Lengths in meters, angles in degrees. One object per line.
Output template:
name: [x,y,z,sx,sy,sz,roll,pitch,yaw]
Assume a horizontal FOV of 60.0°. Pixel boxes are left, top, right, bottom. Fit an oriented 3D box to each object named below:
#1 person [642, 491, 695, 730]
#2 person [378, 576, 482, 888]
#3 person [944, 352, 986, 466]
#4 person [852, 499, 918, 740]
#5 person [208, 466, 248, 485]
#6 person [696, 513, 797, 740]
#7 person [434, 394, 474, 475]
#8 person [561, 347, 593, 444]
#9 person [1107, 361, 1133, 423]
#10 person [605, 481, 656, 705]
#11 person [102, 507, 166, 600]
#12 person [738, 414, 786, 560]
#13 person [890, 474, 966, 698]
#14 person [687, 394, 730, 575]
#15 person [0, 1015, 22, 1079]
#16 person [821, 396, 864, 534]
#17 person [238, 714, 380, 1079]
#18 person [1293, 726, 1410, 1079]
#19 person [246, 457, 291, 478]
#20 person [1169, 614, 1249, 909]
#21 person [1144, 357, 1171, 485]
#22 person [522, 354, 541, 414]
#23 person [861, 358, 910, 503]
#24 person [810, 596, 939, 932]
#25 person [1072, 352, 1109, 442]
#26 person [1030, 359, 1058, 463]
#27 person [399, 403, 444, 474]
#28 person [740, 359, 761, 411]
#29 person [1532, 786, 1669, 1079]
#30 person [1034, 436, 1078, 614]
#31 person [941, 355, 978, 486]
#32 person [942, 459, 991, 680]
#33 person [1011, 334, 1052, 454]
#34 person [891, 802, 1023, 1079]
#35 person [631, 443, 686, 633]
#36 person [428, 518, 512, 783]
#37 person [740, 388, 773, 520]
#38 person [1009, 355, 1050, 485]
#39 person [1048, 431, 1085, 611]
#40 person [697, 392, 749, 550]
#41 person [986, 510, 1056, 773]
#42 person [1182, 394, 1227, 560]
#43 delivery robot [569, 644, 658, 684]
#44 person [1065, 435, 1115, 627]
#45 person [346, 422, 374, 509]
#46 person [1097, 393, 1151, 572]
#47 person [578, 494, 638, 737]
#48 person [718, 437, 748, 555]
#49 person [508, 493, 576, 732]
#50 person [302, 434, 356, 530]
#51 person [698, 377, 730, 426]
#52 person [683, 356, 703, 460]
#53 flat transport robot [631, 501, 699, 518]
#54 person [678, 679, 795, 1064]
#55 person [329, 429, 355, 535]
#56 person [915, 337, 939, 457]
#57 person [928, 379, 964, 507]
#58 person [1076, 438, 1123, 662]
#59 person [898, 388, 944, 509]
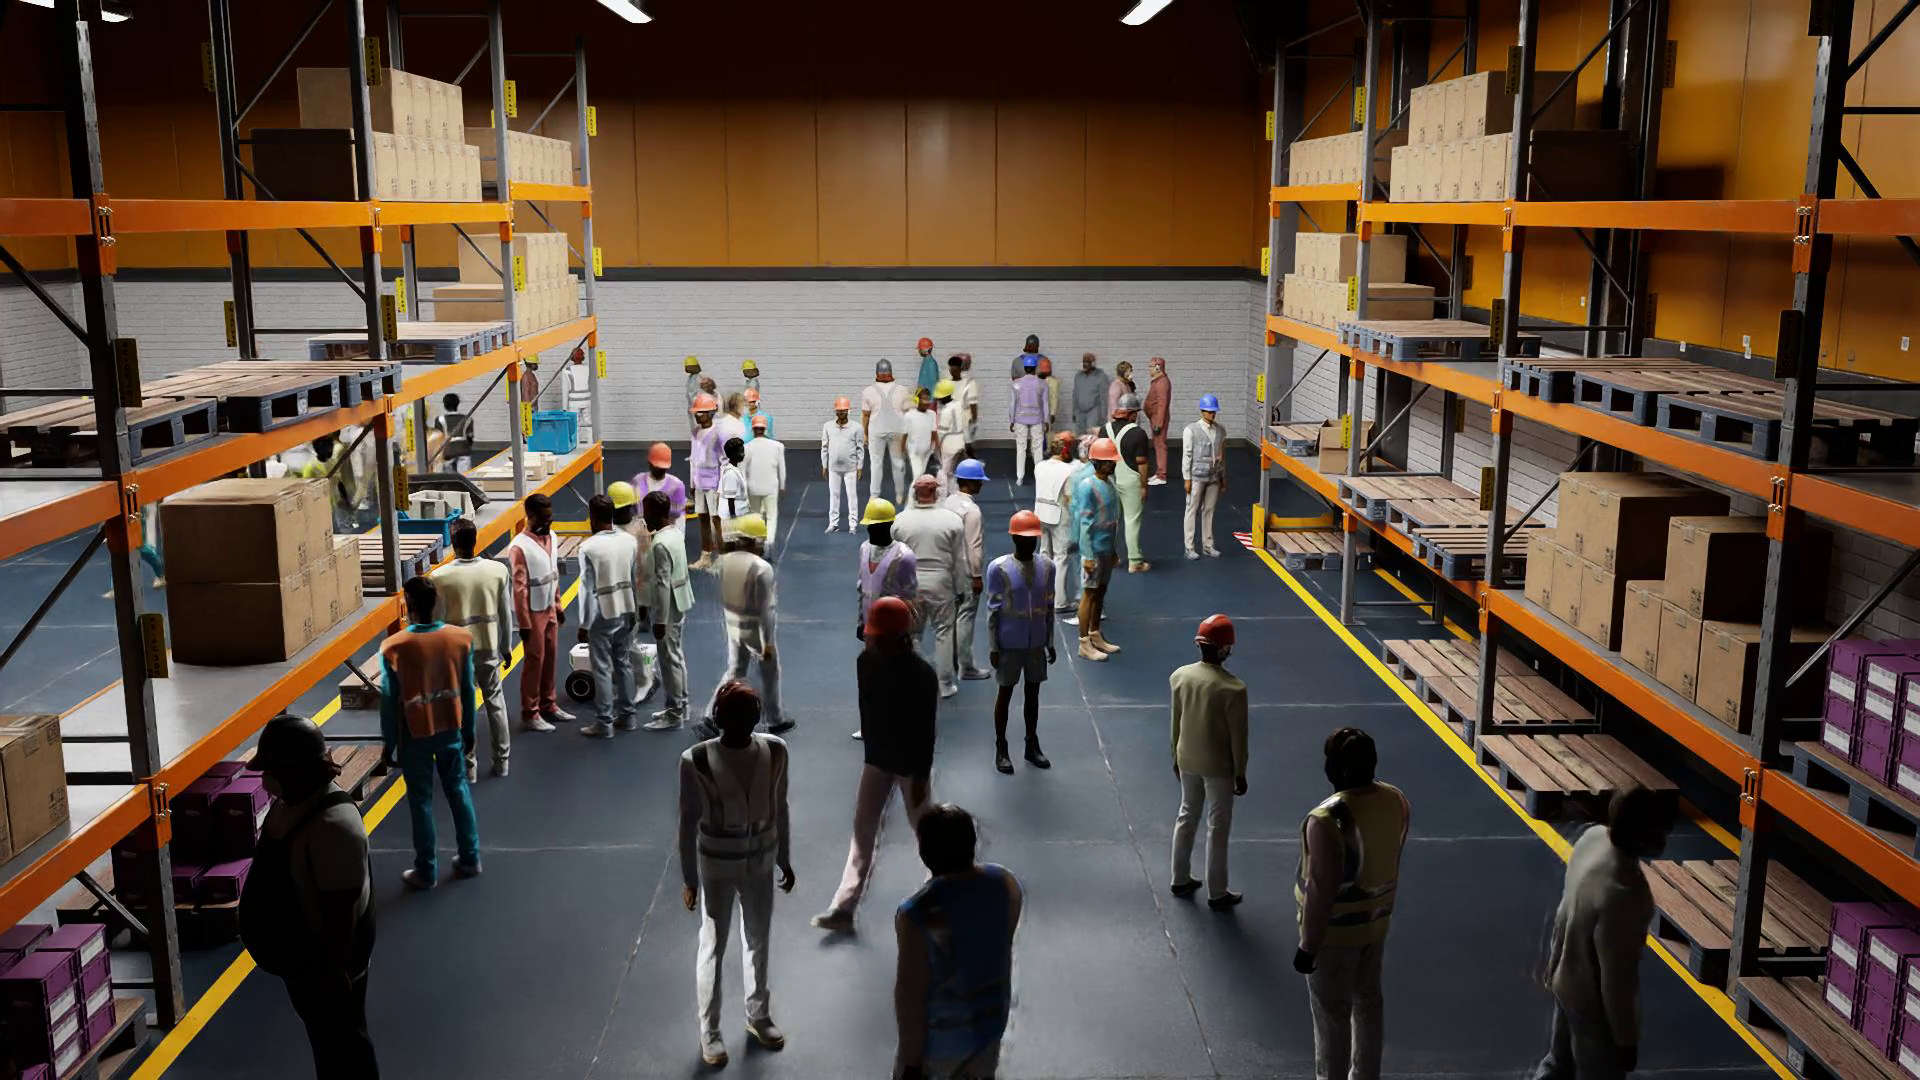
person: [-2.320,0.552,13.212,0.411,1.907,0.599,0,11,-2]
person: [-3.218,1.167,10.121,0.388,1.909,0.591,11,16,43]
person: [-0.001,-2.047,26.359,0.719,1.890,0.670,-10,15,-41]
person: [-0.589,0.631,12.755,0.595,1.925,0.371,11,16,43]
person: [-6.777,0.082,15.545,0.572,1.909,0.472,5,12,25]
person: [-1.660,0.689,12.799,0.598,1.802,0.847,10,15,40]
person: [-6.786,-1.138,22.322,0.538,1.634,0.847,-6,13,-26]
person: [-6.157,-2.175,26.930,0.586,1.882,0.342,-7,13,-30]
person: [2.315,-1.630,24.083,0.367,1.933,0.629,4,12,18]
person: [-2.743,0.445,13.742,0.605,1.904,0.473,9,14,38]
person: [-8.882,-0.305,17.729,0.517,1.828,0.702,2,12,12]
person: [-2.319,-0.610,19.495,0.567,1.726,0.690,-1,11,-5]
person: [-0.272,0.392,14.041,0.660,1.900,0.396,2,11,9]
person: [-2.855,-0.629,18.774,0.605,2.045,0.378,10,15,42]
person: [-2.657,2.258,4.547,0.616,1.945,0.704,2,11,9]
person: [-1.492,-0.950,21.106,0.563,1.755,0.321,2,12,12]
person: [-2.776,1.703,7.090,0.536,2.000,0.684,-9,14,-37]
person: [1.714,1.730,7.459,0.635,1.842,0.429,-10,15,-40]
person: [-7.201,-0.171,17.190,0.587,1.821,0.869,-3,12,-13]
person: [1.492,1.298,9.880,0.350,1.743,0.564,-9,15,-39]
person: [2.946,-1.774,24.866,0.399,1.908,0.643,2,11,9]
person: [-7.040,-2.197,27.375,0.343,1.757,0.532,0,11,1]
person: [-1.052,-1.522,23.265,0.679,2.000,0.537,-2,11,-10]
person: [-0.402,1.272,9.523,0.634,1.934,1.007,8,14,36]
person: [2.062,-2.011,26.105,0.646,1.888,0.626,9,15,39]
person: [1.336,-2.135,27.234,0.596,1.692,0.862,4,12,18]
person: [-6.284,-0.681,19.404,0.600,1.898,0.501,2,11,8]
person: [-3.319,-2.001,26.444,0.321,1.737,0.483,-1,11,-5]
person: [2.563,1.841,6.789,0.405,1.892,0.822,1,11,5]
person: [0.967,-0.166,16.991,0.385,1.835,0.562,-9,14,-38]
person: [0.000,-1.812,24.976,0.608,1.945,0.817,3,12,17]
person: [0.048,0.251,14.611,0.402,1.943,0.609,-5,12,-24]
person: [1.212,-2.424,27.786,0.672,2.000,0.536,2,11,10]
person: [-0.030,1.918,6.569,0.626,1.832,0.442,-9,14,-39]
person: [-2.918,-0.019,16.119,0.580,1.883,0.615,1,11,6]
person: [-3.498,0.797,11.951,0.597,1.915,0.370,-8,14,-35]
person: [-2.754,-1.138,22.057,0.563,1.753,0.327,3,12,17]
person: [1.037,-1.779,24.792,0.612,1.943,0.404,1,11,5]
person: [1.101,-0.198,17.073,0.580,1.868,0.392,11,15,43]
person: [-2.841,-0.827,20.117,0.695,1.918,0.648,1,11,5]
person: [0.462,0.734,12.201,0.542,1.943,0.348,-4,12,-21]
person: [2.885,-0.747,19.606,0.603,1.949,0.389,-6,13,-27]
delivery robot: [-2.920,1.011,14.067,0.707,0.478,0.477,0,11,2]
person: [1.278,-0.092,16.461,0.409,1.900,0.700,6,13,27]
person: [-8.312,-1.286,22.865,0.324,1.737,0.490,-1,11,-7]
person: [1.896,-0.664,18.961,0.683,2.000,0.536,10,15,40]
person: [-2.740,0.590,13.020,0.401,1.908,0.597,7,13,30]
person: [-2.432,-0.268,17.861,0.323,1.689,0.530,-1,11,-3]
person: [-3.346,0.566,13.140,0.387,1.908,0.599,3,12,14]
person: [-7.049,-0.358,18.424,0.747,1.661,0.550,2,11,10]
person: [-3.690,-1.658,25.035,0.535,1.602,0.632,-9,14,-38]
person: [-4.335,-2.132,27.102,0.317,1.737,0.487,-6,13,-28]
flat transport robot: [-4.052,-0.477,22.480,0.652,0.197,1.431,-5,12,-25]
person: [-1.079,1.585,8.073,0.584,1.883,0.337,-7,13,-30]
person: [-7.158,-0.551,19.116,0.339,1.761,0.524,-3,12,-15]
person: [-0.536,-2.363,27.605,0.392,1.991,0.613,-2,12,-12]
person: [-0.146,-1.238,22.299,0.405,1.865,0.688,5,12,22]
person: [1.291,0.079,15.228,0.381,2.045,0.605,6,13,28]
person: [-0.448,-1.040,21.404,0.503,1.817,0.949,-10,15,-40]
